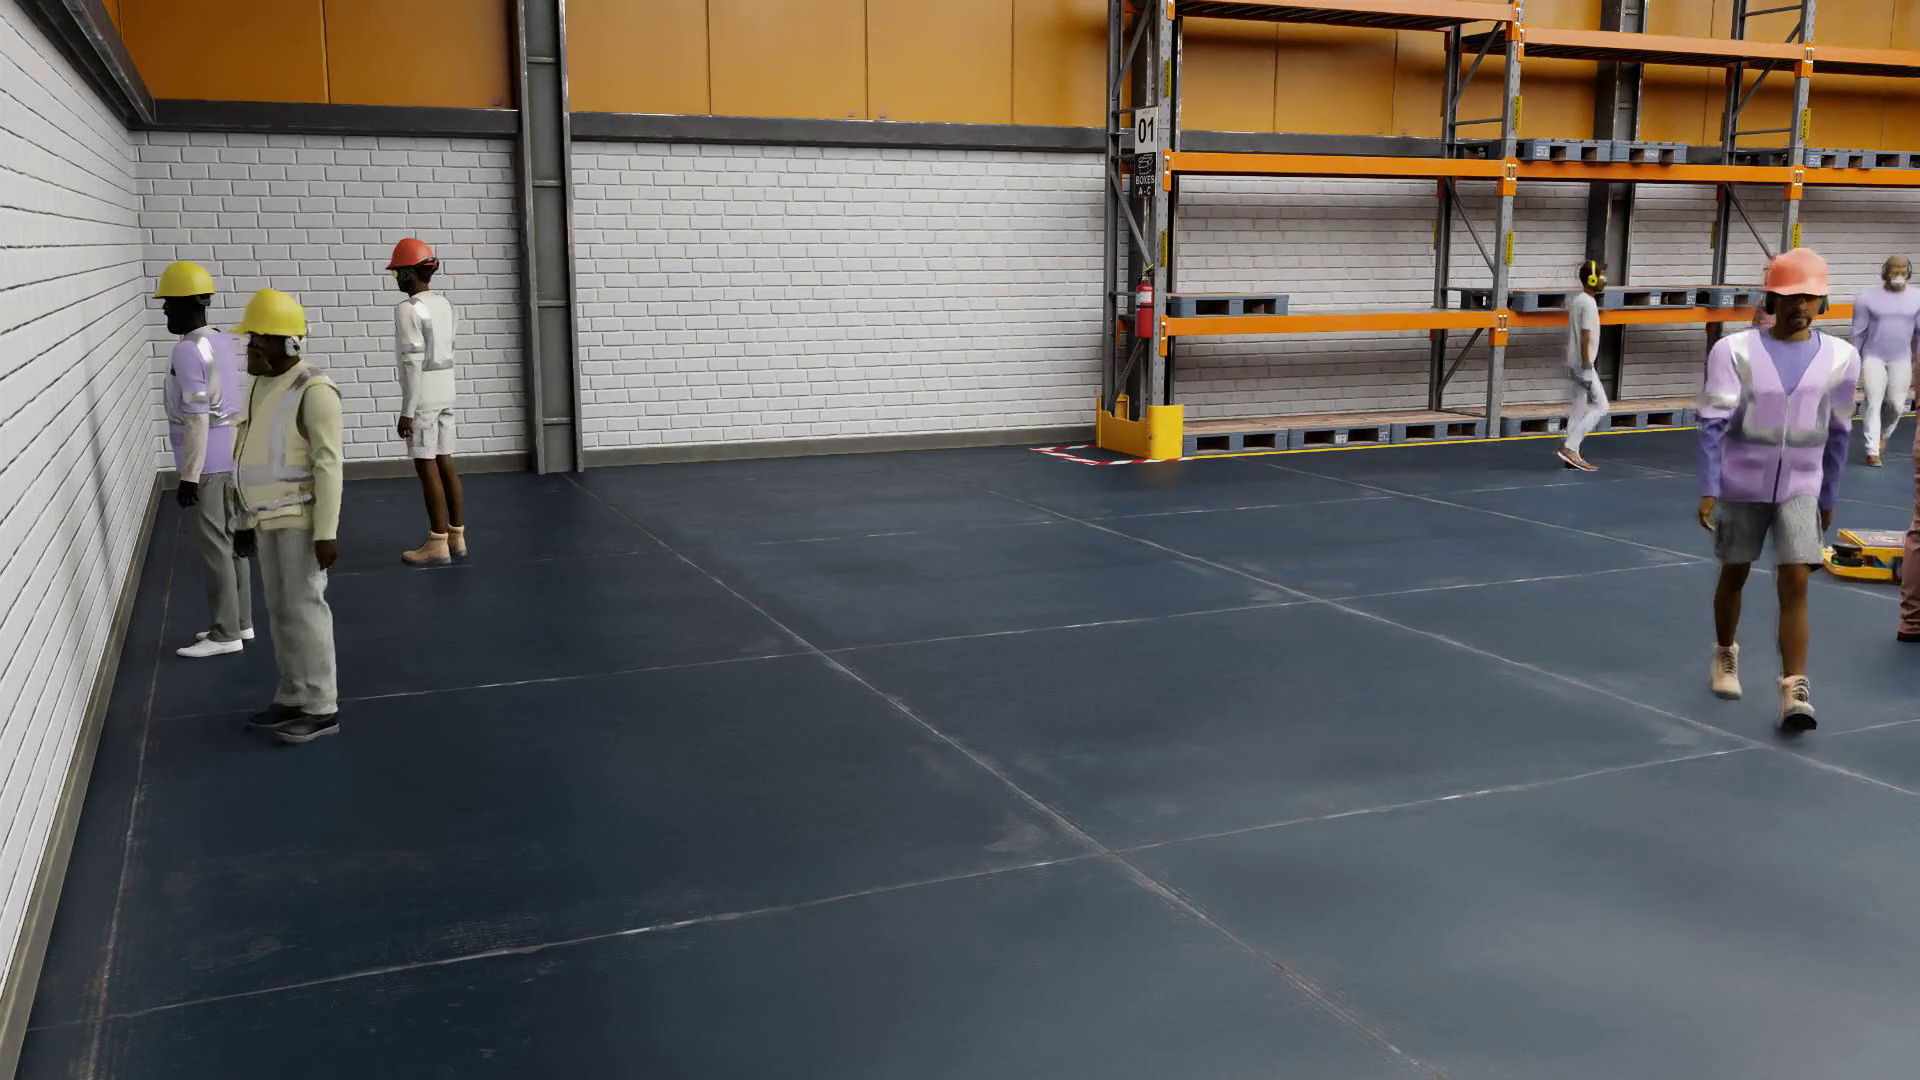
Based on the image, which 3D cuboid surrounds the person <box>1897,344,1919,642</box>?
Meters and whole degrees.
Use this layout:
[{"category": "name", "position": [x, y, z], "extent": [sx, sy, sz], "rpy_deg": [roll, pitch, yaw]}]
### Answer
[{"category": "person", "position": [4.909, -0.378, 8.165], "extent": [0.403, 1.901, 0.637], "rpy_deg": [2, 10, 12]}]

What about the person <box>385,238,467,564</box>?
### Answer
[{"category": "person", "position": [-3.391, -0.868, 10.490], "extent": [0.391, 2.040, 0.615], "rpy_deg": [2, 10, 9]}]

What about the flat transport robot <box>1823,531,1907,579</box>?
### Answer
[{"category": "flat transport robot", "position": [5.985, 0.104, 10.013], "extent": [1.431, 0.197, 0.652], "rpy_deg": [3, 11, 16]}]

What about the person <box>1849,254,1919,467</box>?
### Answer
[{"category": "person", "position": [8.412, -1.633, 15.109], "extent": [0.648, 1.916, 0.671], "rpy_deg": [4, 11, 21]}]

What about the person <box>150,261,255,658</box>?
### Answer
[{"category": "person", "position": [-3.707, -0.389, 8.142], "extent": [0.369, 1.925, 0.594], "rpy_deg": [-1, 10, -7]}]

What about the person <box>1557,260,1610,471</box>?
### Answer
[{"category": "person", "position": [5.527, -1.520, 14.629], "extent": [0.386, 1.859, 0.548], "rpy_deg": [2, 10, 8]}]

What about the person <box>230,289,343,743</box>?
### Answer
[{"category": "person", "position": [-2.755, -0.099, 6.810], "extent": [0.624, 1.830, 0.404], "rpy_deg": [9, 13, 41]}]

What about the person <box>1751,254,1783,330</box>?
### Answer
[{"category": "person", "position": [7.304, -1.604, 14.969], "extent": [0.640, 1.910, 0.401], "rpy_deg": [-8, 13, -37]}]

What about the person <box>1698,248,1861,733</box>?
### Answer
[{"category": "person", "position": [3.431, -0.218, 7.009], "extent": [0.631, 1.984, 1.066], "rpy_deg": [3, 10, 14]}]
